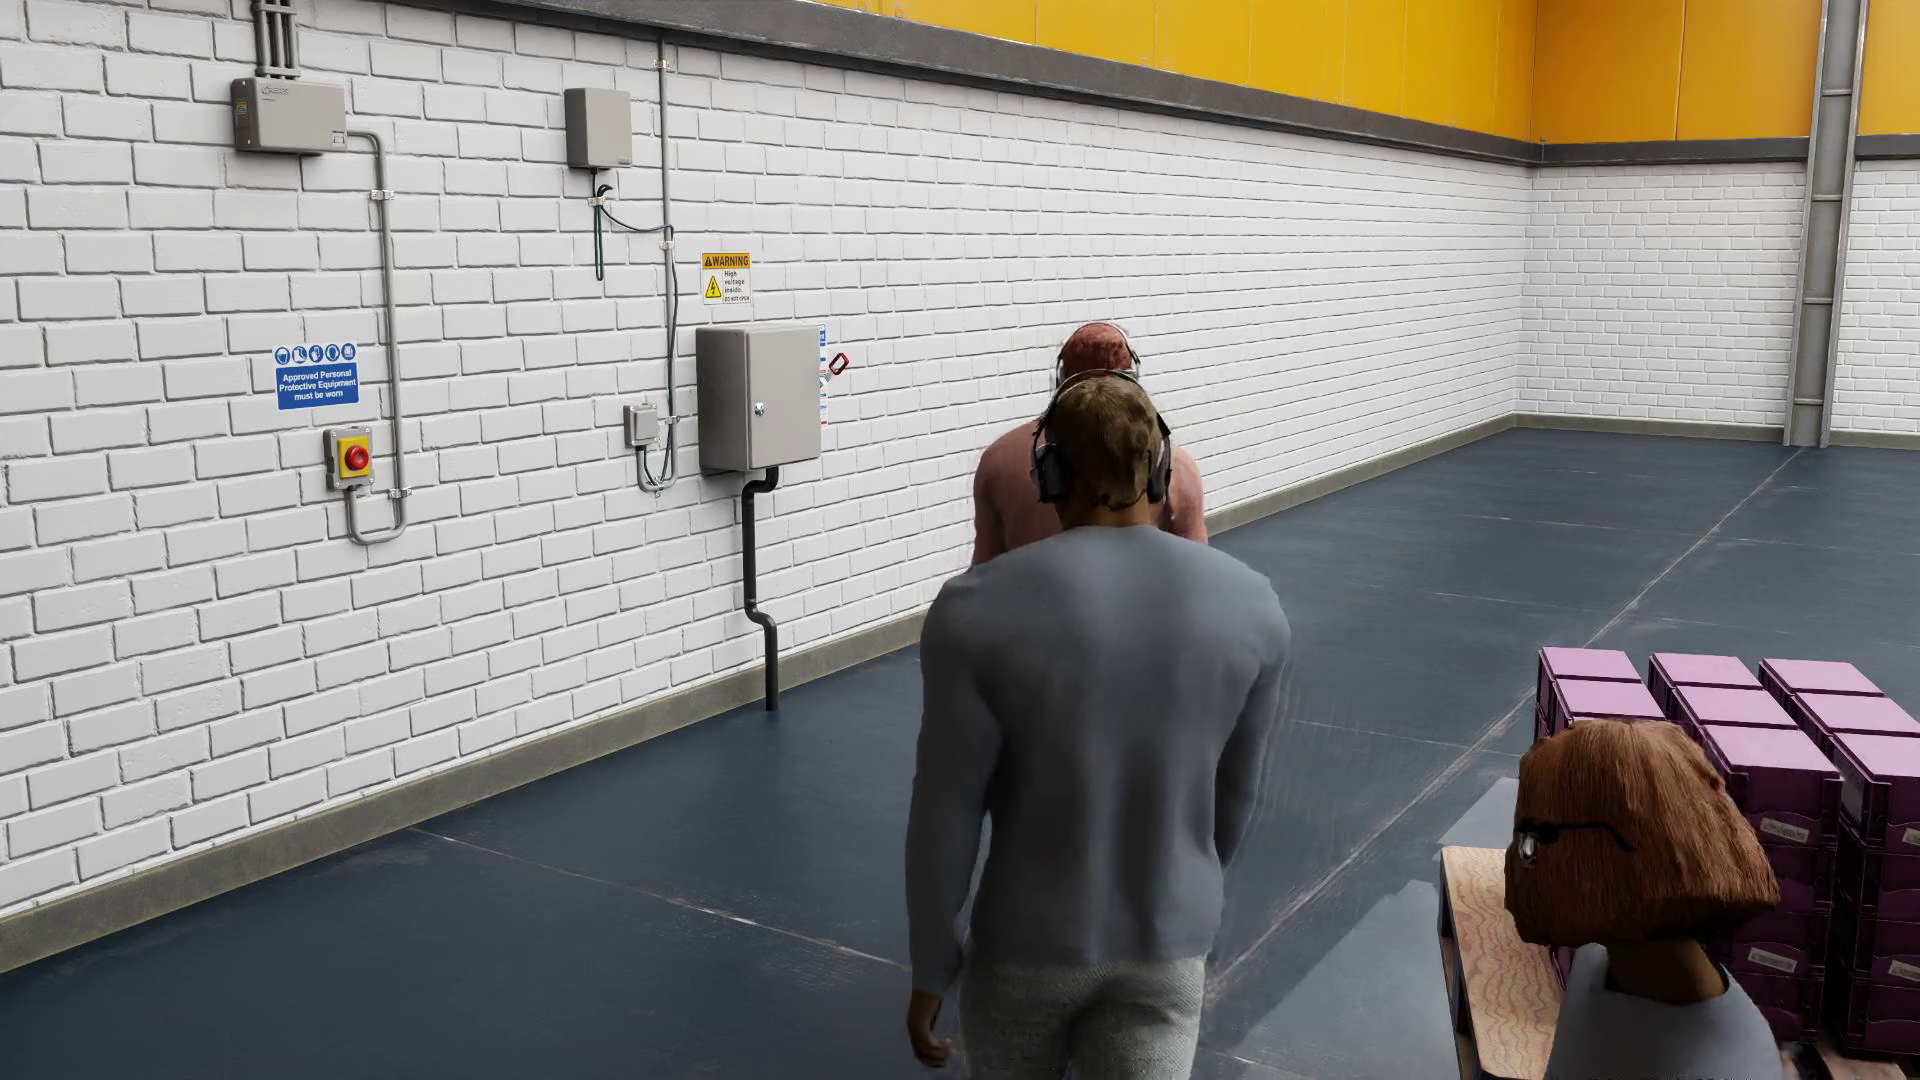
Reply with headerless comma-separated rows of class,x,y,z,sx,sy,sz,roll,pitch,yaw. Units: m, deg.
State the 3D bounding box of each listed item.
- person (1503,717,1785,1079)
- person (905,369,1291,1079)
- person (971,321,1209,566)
person,0.800,0.990,1.831,0.578,1.602,0.558,1,10,4
person,0.217,0.661,2.847,0.653,1.886,0.884,-2,10,-9
person,0.409,0.326,4.729,0.673,1.870,0.870,5,11,24
